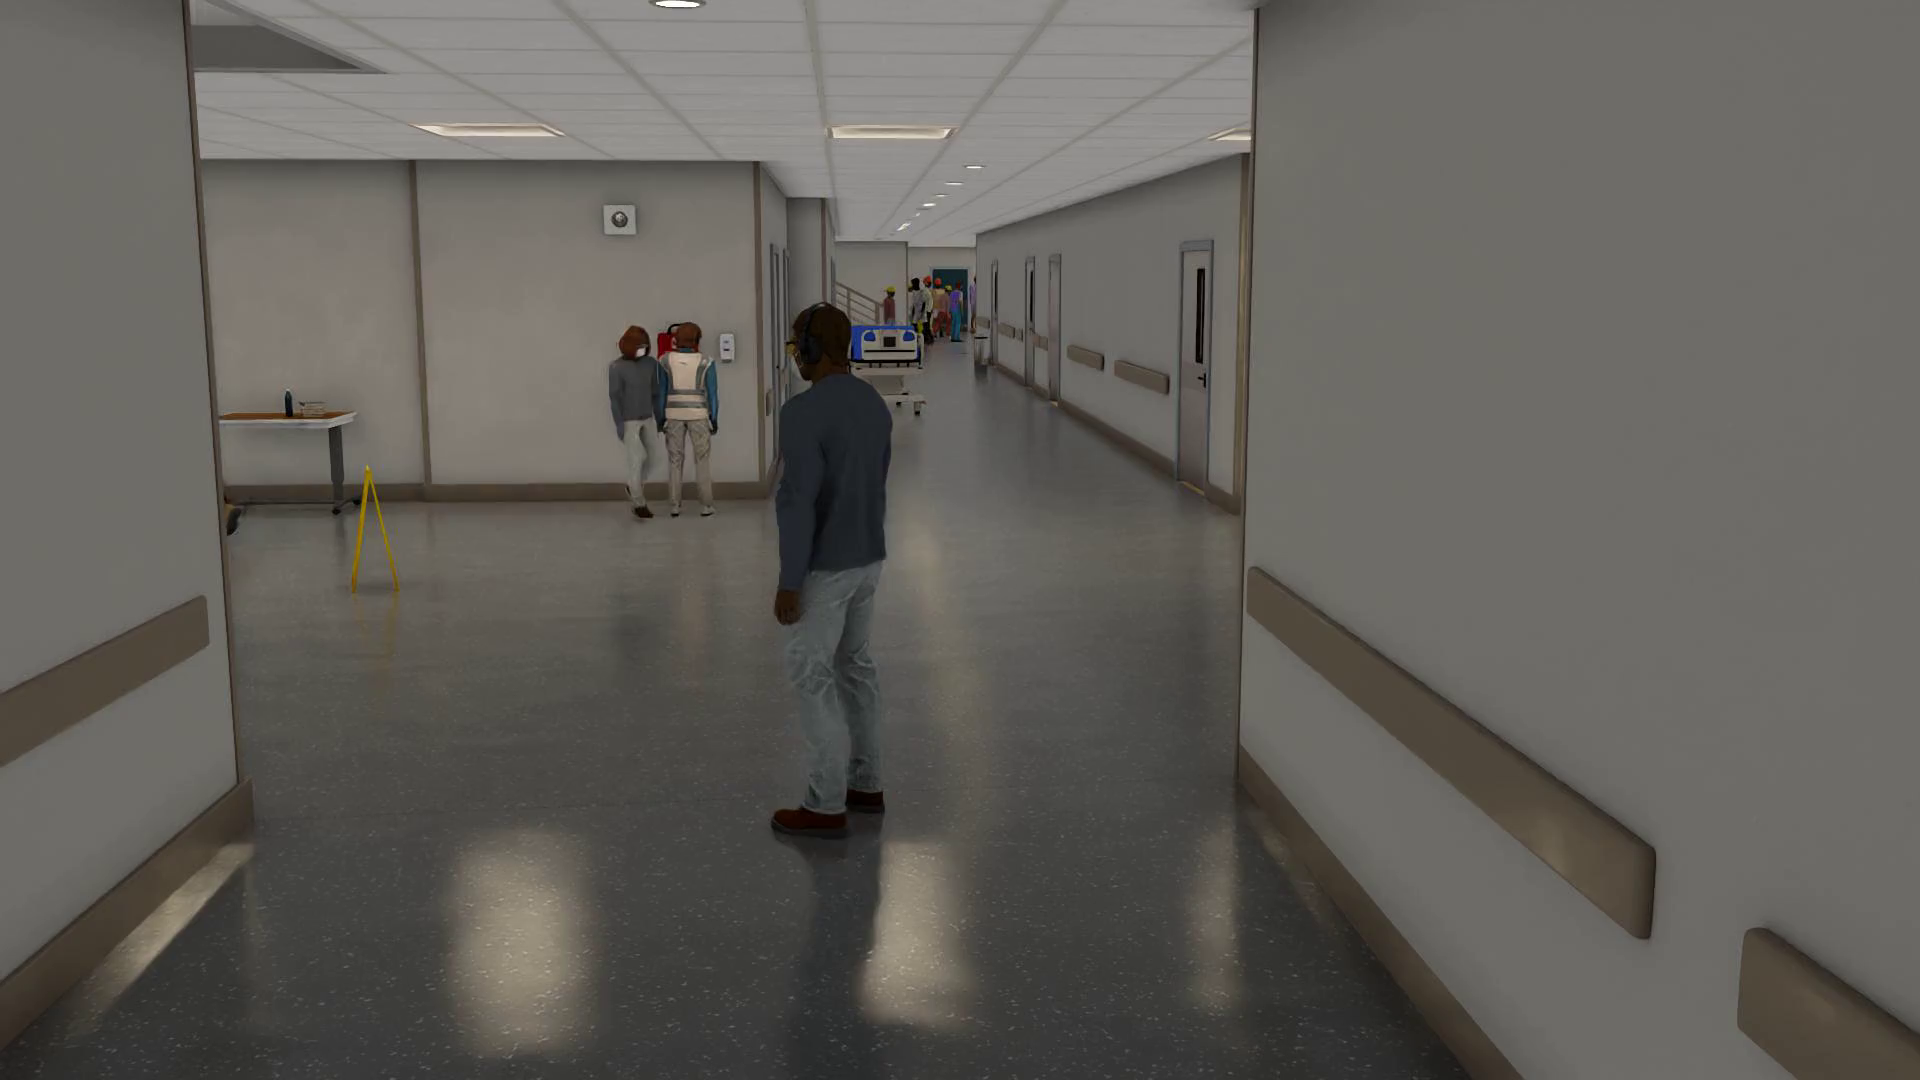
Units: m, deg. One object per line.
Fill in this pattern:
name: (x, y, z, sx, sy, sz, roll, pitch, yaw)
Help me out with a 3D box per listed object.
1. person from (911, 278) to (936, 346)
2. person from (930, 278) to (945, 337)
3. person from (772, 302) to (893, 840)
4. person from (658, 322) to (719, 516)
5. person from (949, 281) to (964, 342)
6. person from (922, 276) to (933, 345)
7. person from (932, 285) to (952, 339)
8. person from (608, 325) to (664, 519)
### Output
person: (-1.104, -6.541, 47.758, 0.583, 1.939, 0.840, -7, 11, -38)
person: (-0.724, -7.601, 54.452, 0.540, 1.930, 0.387, -3, 10, -19)
person: (-0.460, 0.105, 6.071, 0.369, 1.924, 0.640, 4, 10, 25)
person: (-2.284, -1.009, 13.974, 0.522, 1.632, 0.314, 0, 9, 3)
person: (-0.105, -6.913, 50.408, 0.376, 1.836, 0.564, -6, 11, -33)
person: (-0.949, -6.675, 48.407, 0.382, 1.994, 0.613, 1, 9, 8)
person: (-0.561, -7.245, 52.852, 0.541, 1.718, 0.781, 8, 12, 42)
person: (-2.692, -0.977, 13.812, 0.413, 1.609, 0.540, 8, 12, 41)
